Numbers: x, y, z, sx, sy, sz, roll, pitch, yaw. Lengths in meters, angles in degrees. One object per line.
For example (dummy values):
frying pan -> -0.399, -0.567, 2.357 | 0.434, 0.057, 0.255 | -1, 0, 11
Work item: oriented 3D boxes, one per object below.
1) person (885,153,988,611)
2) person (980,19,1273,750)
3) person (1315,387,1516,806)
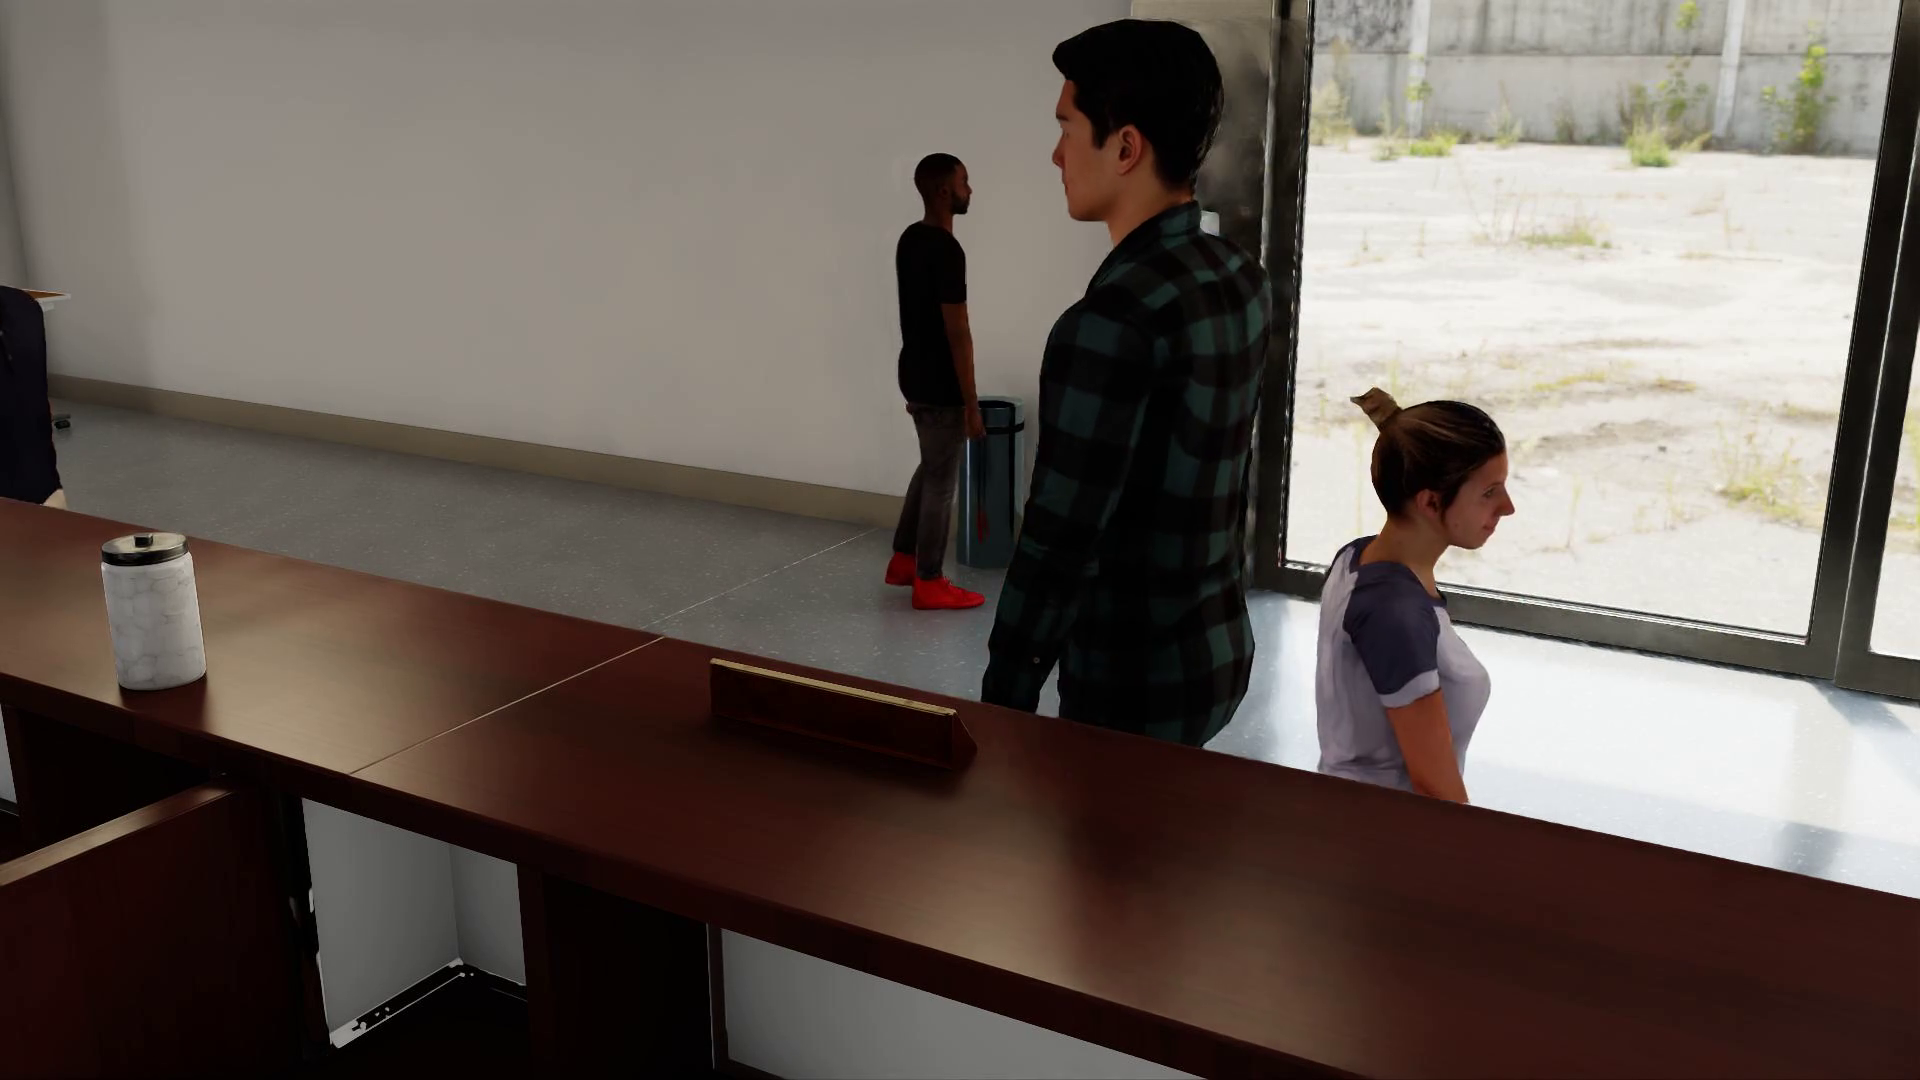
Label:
person -> -0.134, -0.613, 6.597 | 0.793, 1.803, 0.767 | -6, 17, -22
person -> 0.305, 0.155, 2.338 | 0.749, 1.707, 0.560 | 8, 18, 27
person -> 0.613, 0.566, 2.790 | 0.809, 1.600, 0.911 | 3, 16, 9
